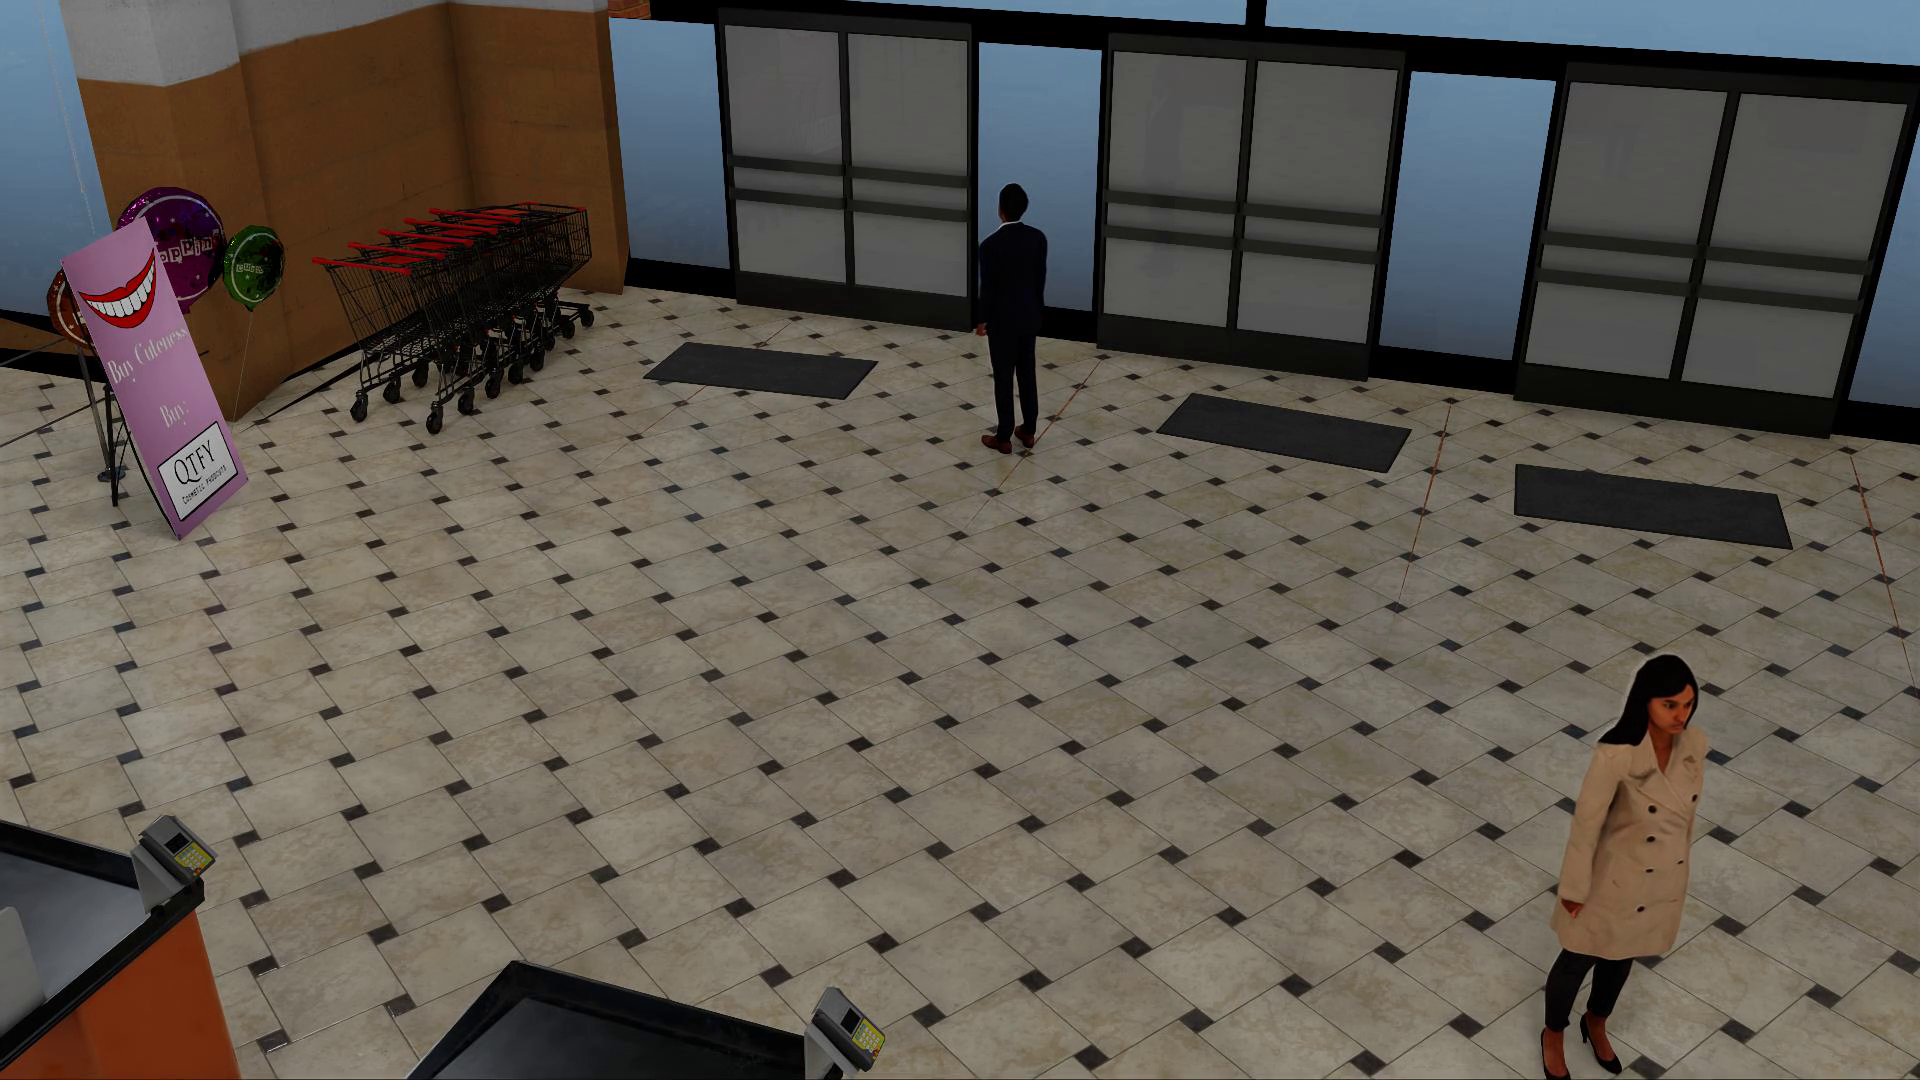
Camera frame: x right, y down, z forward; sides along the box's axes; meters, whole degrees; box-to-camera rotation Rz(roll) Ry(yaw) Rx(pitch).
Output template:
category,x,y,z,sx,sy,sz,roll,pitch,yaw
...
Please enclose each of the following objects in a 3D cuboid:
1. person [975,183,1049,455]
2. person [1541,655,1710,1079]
category,x,y,z,sx,sy,sz,roll,pitch,yaw
person,0.333,-1.381,10.450,0.687,1.727,0.767,-14,30,-26
person,2.220,1.121,5.567,0.724,1.681,0.745,-8,28,-15
